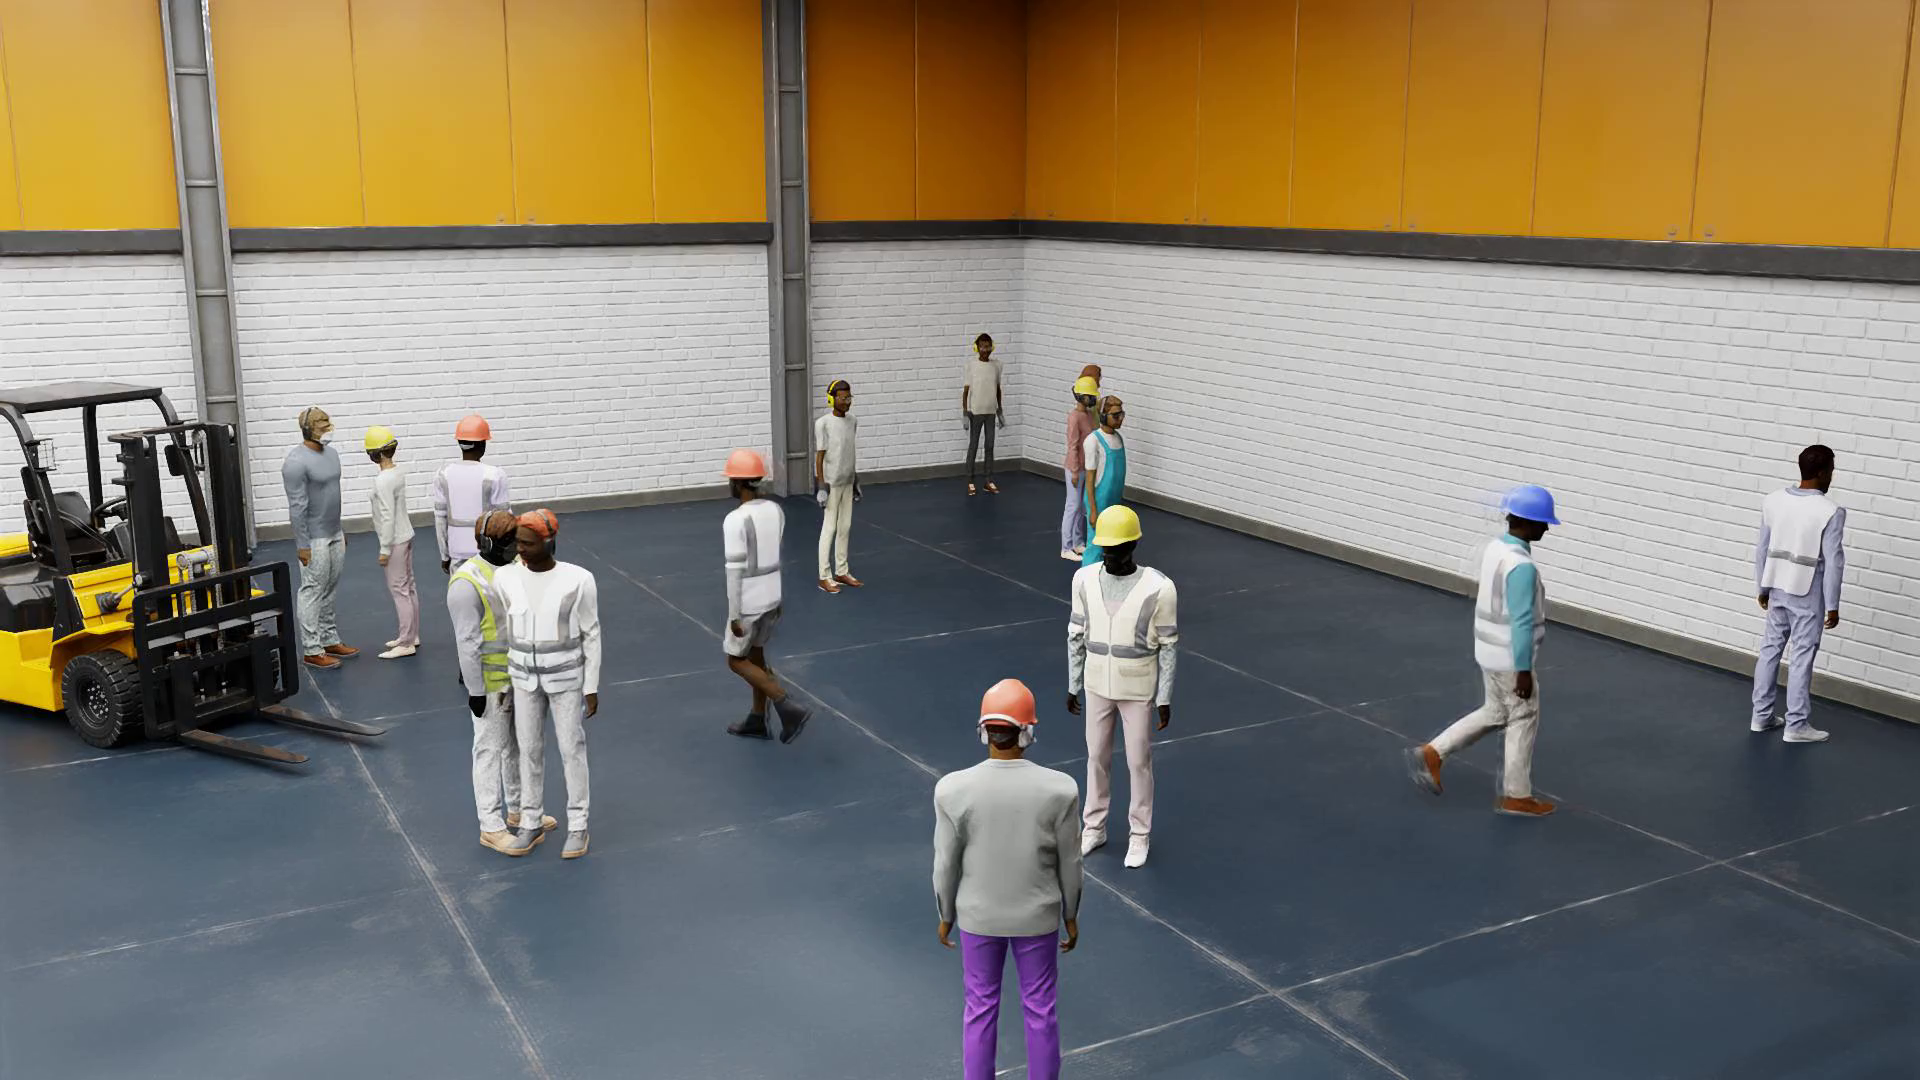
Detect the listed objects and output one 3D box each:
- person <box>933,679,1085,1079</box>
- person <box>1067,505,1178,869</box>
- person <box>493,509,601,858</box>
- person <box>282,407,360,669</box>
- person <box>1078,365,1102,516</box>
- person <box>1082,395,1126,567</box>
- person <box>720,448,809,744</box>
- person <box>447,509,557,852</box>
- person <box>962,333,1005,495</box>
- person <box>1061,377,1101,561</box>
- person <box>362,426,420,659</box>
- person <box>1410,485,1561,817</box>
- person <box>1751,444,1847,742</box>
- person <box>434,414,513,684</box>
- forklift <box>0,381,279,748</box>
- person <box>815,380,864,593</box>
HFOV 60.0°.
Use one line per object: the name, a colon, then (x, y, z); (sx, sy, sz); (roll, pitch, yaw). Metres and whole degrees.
person: (0.182, 1.373, 6.223); (0.560, 1.743, 0.337); (0, 12, 2)
person: (0.826, 0.760, 8.665); (0.592, 1.925, 0.385); (6, 14, 27)
person: (-2.180, 0.757, 8.788); (0.576, 1.881, 0.354); (2, 12, 8)
person: (-4.738, -0.024, 12.315); (0.354, 1.937, 0.635); (1, 12, 6)
person: (1.405, -1.080, 17.983); (0.274, 1.632, 0.507); (1, 12, 3)
person: (1.201, -0.274, 13.706); (0.346, 1.847, 0.506); (8, 15, 35)
person: (-1.243, 0.381, 10.481); (0.620, 1.920, 0.550); (7, 14, 30)
person: (-2.447, 0.739, 8.968); (0.429, 1.844, 0.625); (4, 13, 19)
person: (0.272, -1.457, 19.197); (0.533, 1.868, 0.310); (-5, 13, -23)
person: (1.168, -0.679, 15.817); (0.345, 1.759, 0.521); (5, 13, 22)
person: (-4.296, 0.015, 12.549); (0.329, 1.765, 0.525); (-1, 12, -5)
person: (3.003, 0.627, 9.348); (0.717, 1.912, 0.619); (1, 12, 3)
person: (5.365, 0.338, 10.667); (0.372, 1.916, 0.596); (-5, 13, -23)
person: (-3.442, 0.069, 11.881); (0.552, 1.935, 0.374); (1, 12, 5)
forklift: (-5.853, 0.085, 11.199); (2.313, 2.155, 1.214); (7, 14, 28)
person: (-1.057, -0.481, 14.622); (0.309, 1.868, 0.534); (9, 15, 37)
